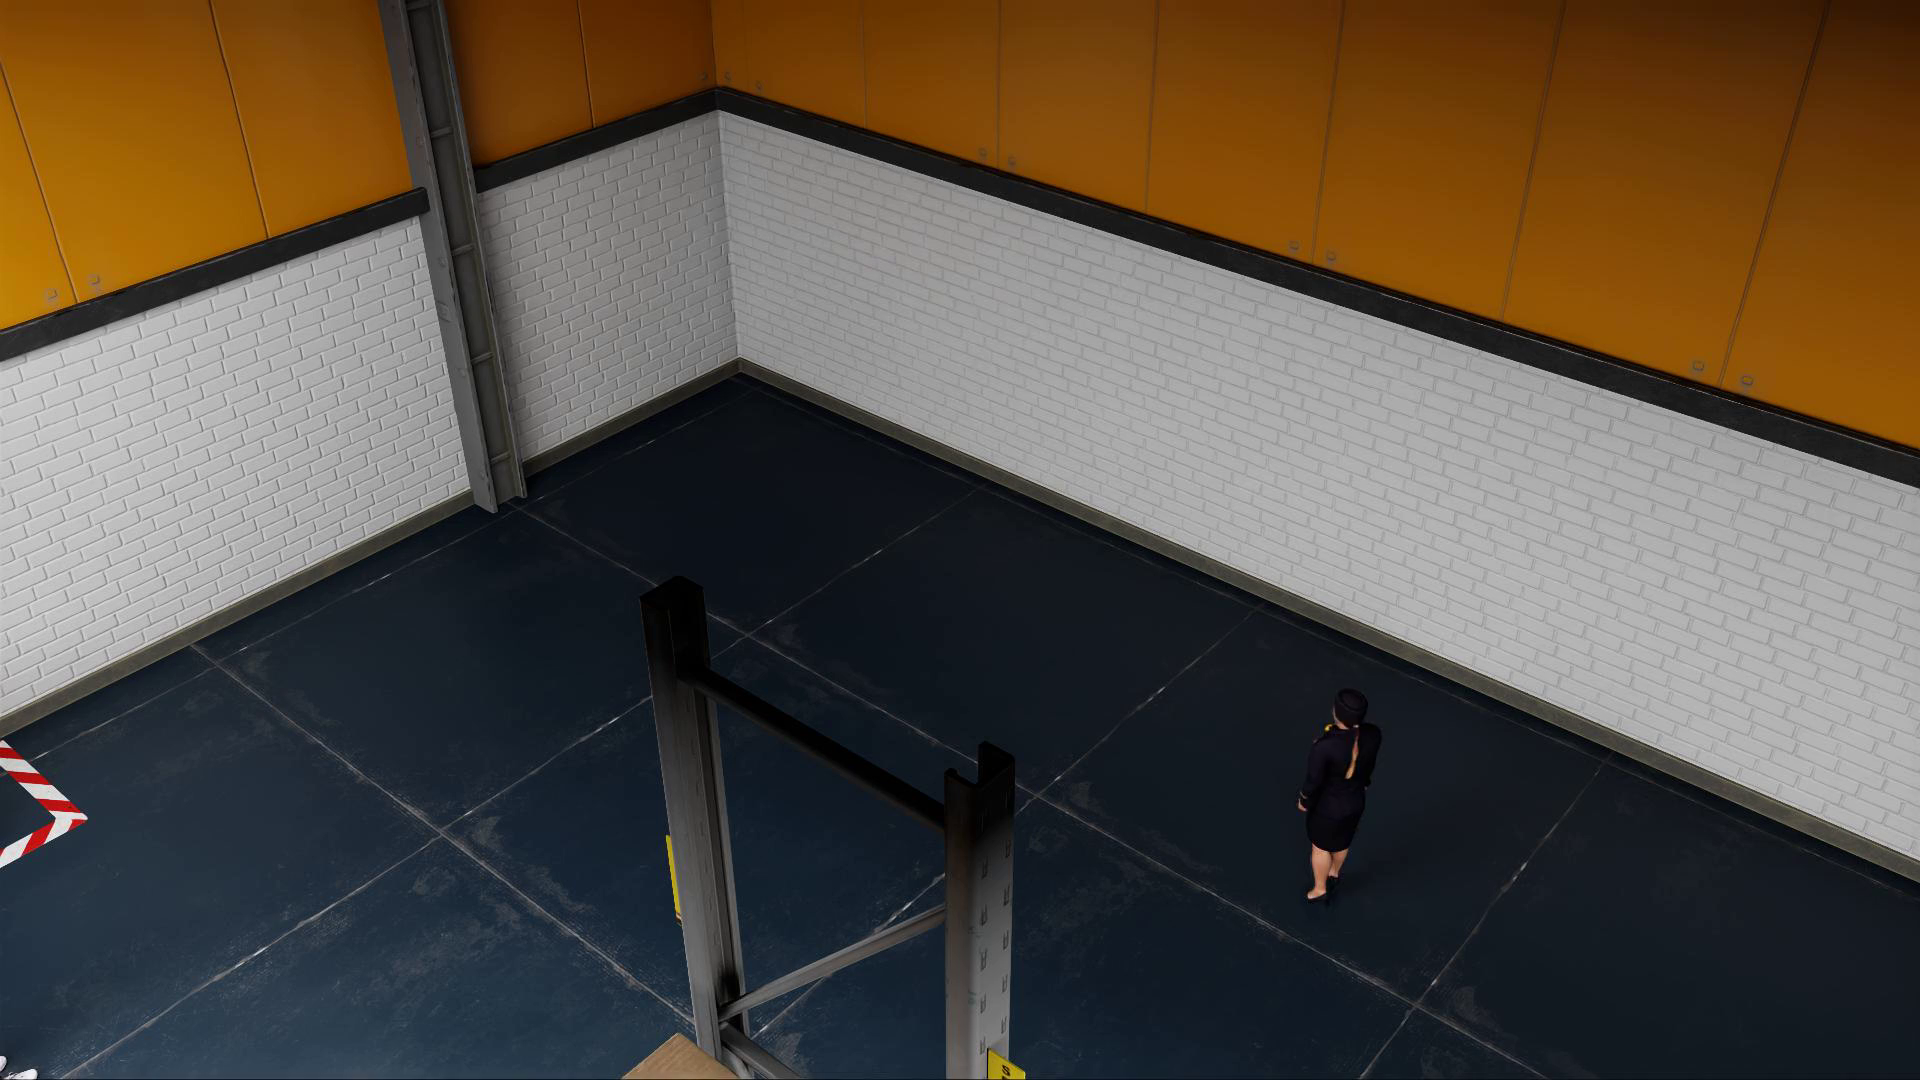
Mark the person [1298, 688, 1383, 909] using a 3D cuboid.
[{"bbox_3d":[2.430,1.674,10.757,0.712,1.678,0.852,-14,36,-21],"label":"person"}]
